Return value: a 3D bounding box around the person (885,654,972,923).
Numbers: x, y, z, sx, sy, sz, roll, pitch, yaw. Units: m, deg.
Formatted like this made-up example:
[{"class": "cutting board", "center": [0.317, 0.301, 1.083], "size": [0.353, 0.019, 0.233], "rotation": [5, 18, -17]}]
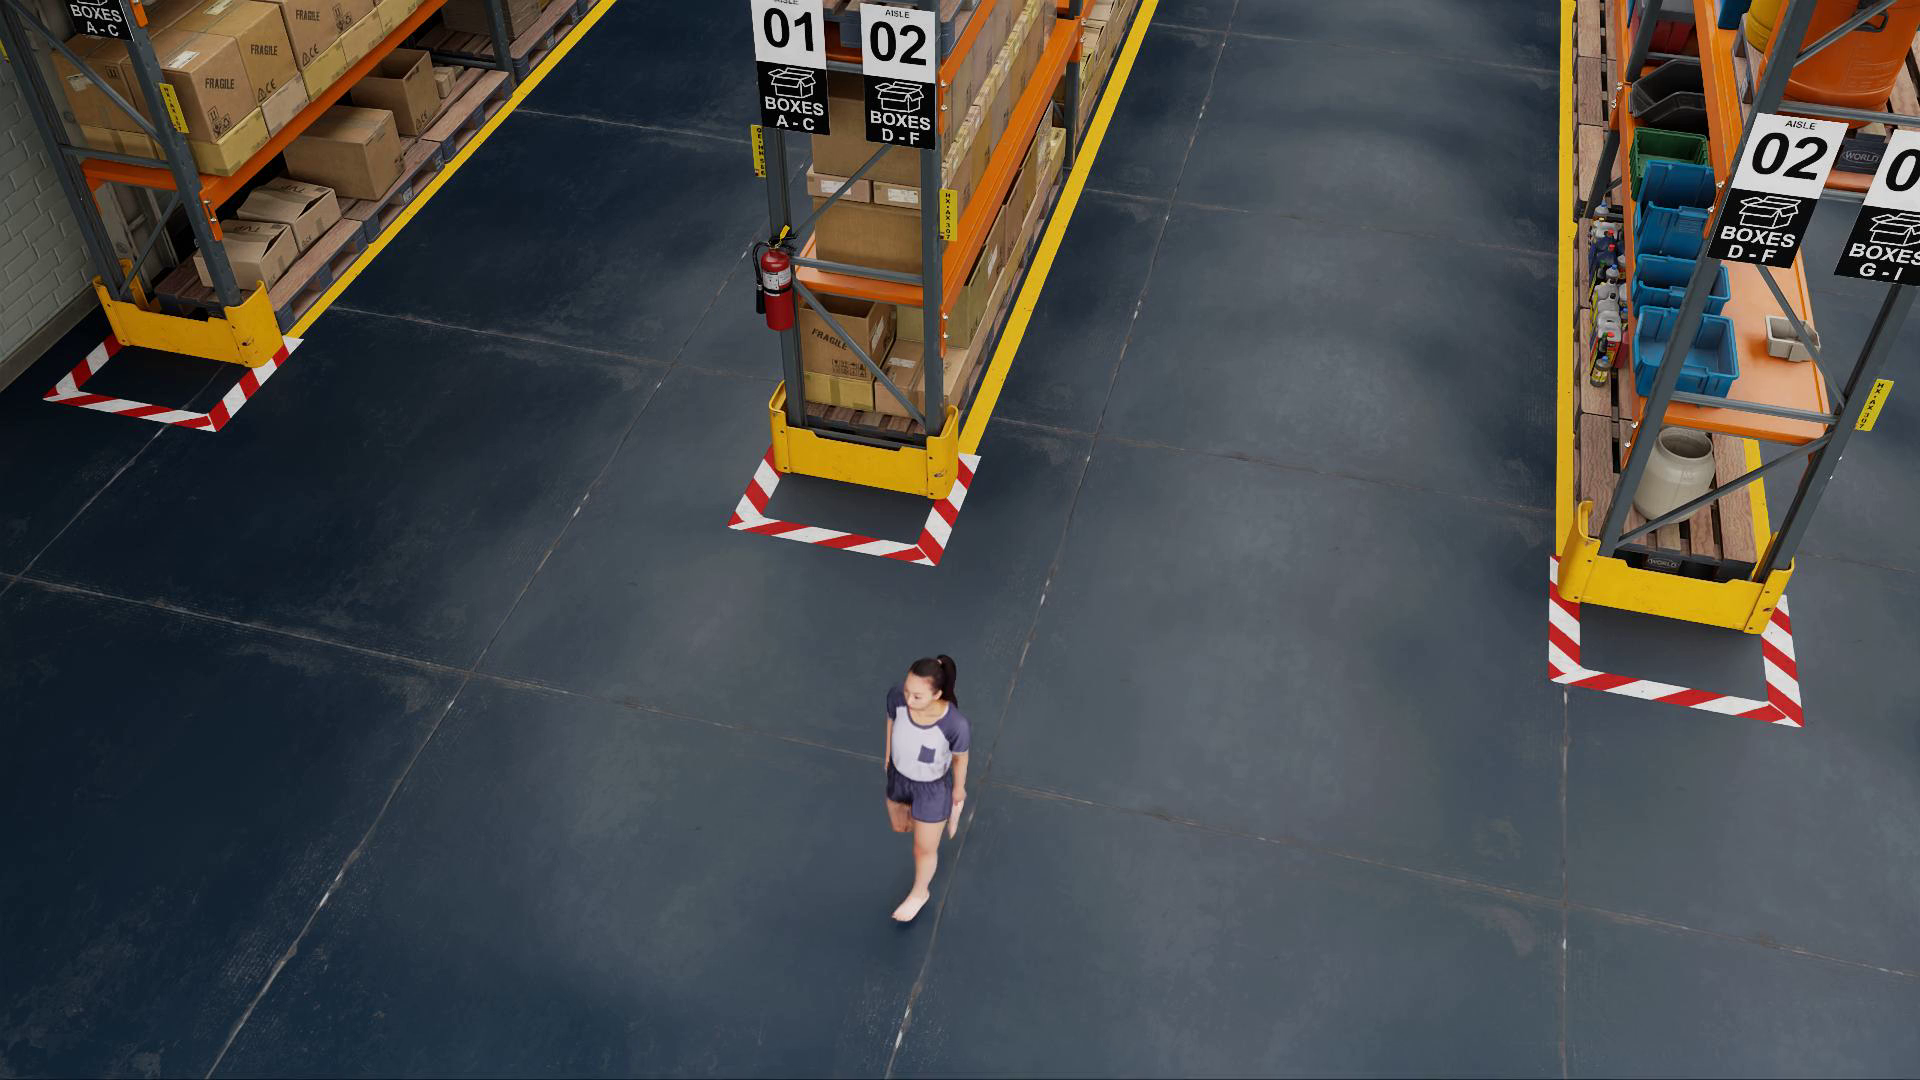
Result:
[{"class": "person", "center": [-0.136, 1.099, 7.867], "size": [0.813, 1.635, 0.971], "rotation": [28, 50, 27]}]
